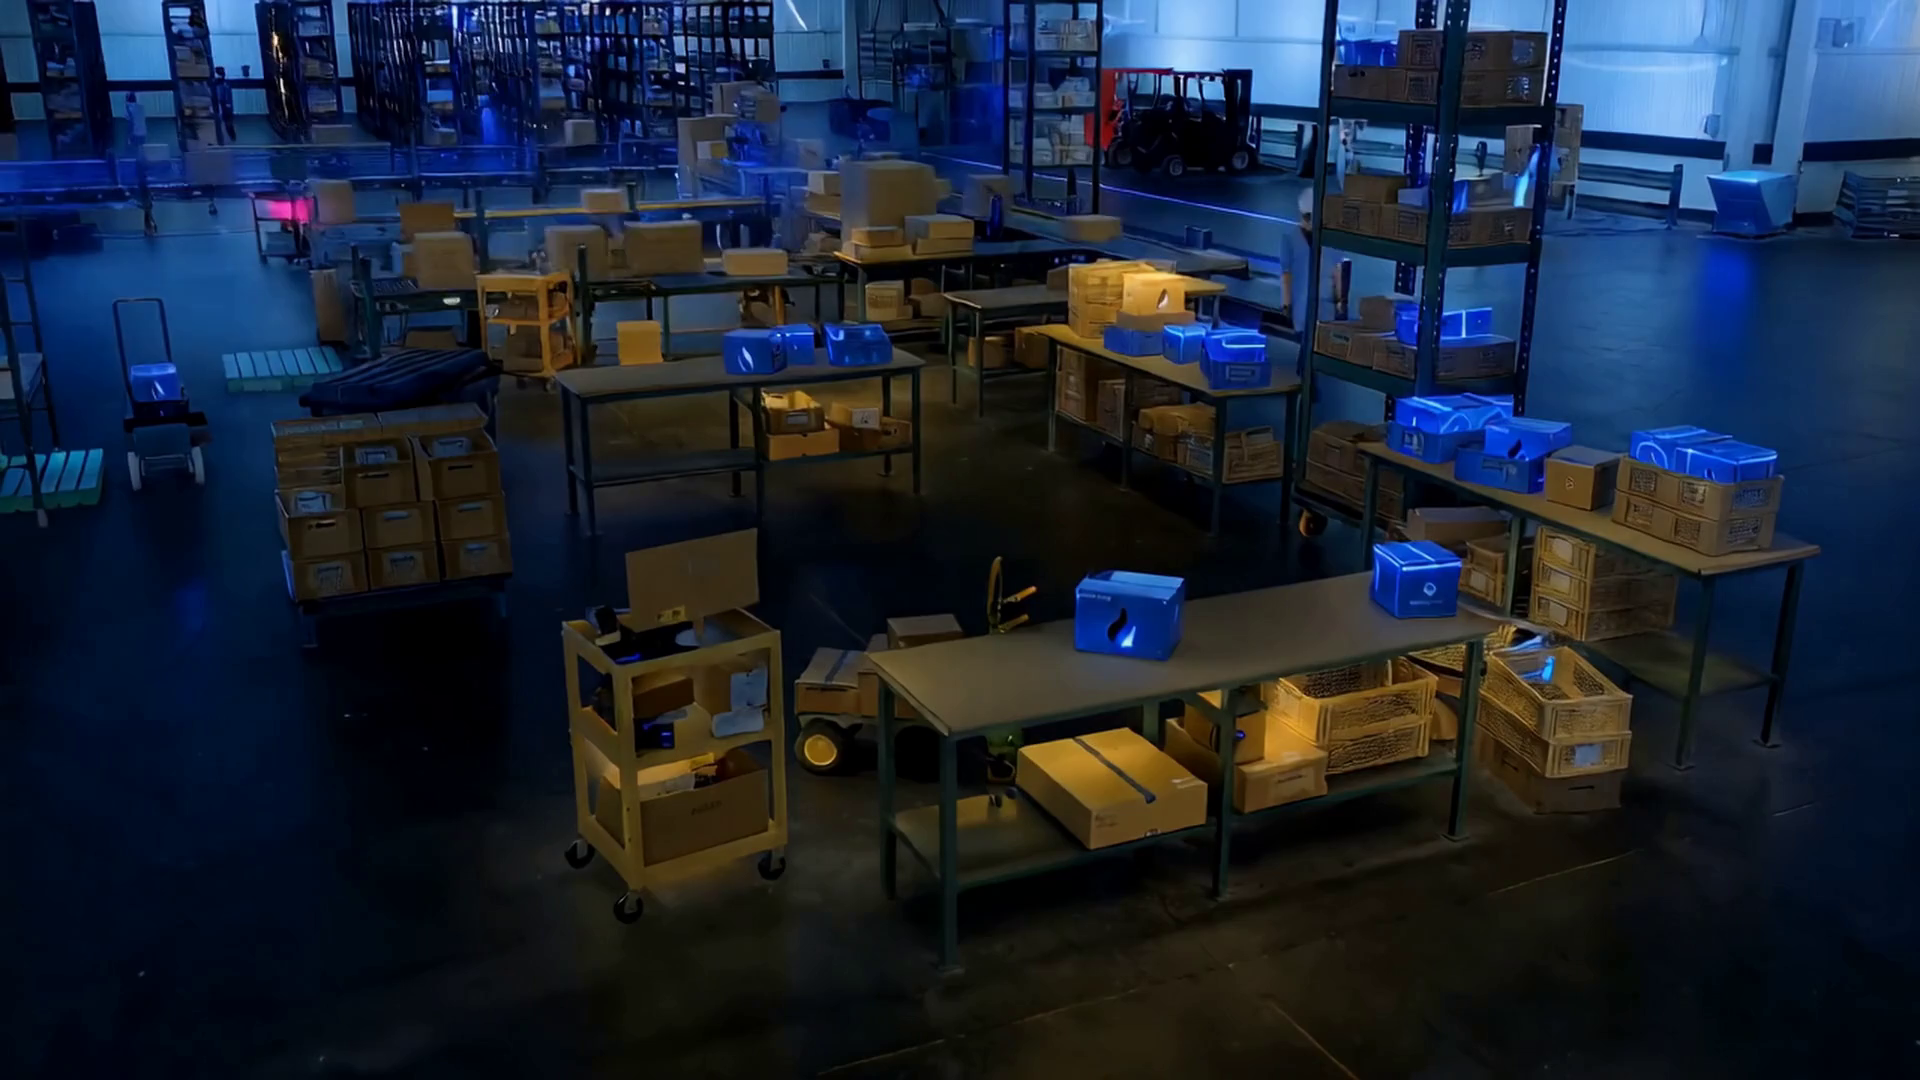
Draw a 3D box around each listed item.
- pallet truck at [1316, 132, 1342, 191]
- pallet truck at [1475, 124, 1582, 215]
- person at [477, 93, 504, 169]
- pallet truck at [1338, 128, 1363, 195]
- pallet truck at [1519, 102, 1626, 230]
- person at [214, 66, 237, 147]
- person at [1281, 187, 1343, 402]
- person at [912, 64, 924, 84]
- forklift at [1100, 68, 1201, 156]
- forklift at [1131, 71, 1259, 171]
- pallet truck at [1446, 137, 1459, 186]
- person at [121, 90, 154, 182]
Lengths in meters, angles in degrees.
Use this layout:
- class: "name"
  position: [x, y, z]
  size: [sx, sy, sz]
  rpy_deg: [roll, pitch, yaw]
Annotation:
- class: "pallet truck"
  position: [7.723, -7.504, 32.656]
  size: [1.601, 1.201, 0.680]
  rpy_deg: [-8, 19, -23]
- class: "pallet truck"
  position: [9.707, -6.455, 28.103]
  size: [1.885, 1.965, 0.823]
  rpy_deg: [-7, 19, -20]
- class: "person"
  position: [-9.923, -8.450, 34.811]
  size: [0.701, 1.744, 0.546]
  rpy_deg: [-3, 18, -10]
- class: "pallet truck"
  position: [7.845, -7.140, 31.411]
  size: [1.522, 1.261, 0.704]
  rpy_deg: [-9, 20, -25]
- class: "pallet truck"
  position: [9.972, -6.037, 26.785]
  size: [1.885, 1.965, 0.823]
  rpy_deg: [-9, 20, -25]
- class: "person"
  position: [-18.722, -10.995, 42.330]
  size: [0.376, 2.041, 0.615]
  rpy_deg: [-1, 18, -4]
- class: "person"
  position: [3.128, -2.223, 14.934]
  size: [0.568, 1.900, 0.686]
  rpy_deg: [0, 18, 1]
- class: "person"
  position: [-1.157, -12.228, 46.303]
  size: [0.391, 1.989, 0.611]
  rpy_deg: [-3, 18, -10]
- class: "forklift"
  position: [4.082, -9.564, 37.410]
  size: [2.680, 1.987, 1.157]
  rpy_deg: [-8, 19, -23]
- class: "forklift"
  position: [4.998, -8.936, 35.413]
  size: [2.680, 1.987, 1.157]
  rpy_deg: [-9, 20, -25]
- class: "pallet truck"
  position: [9.184, -6.485, 29.328]
  size: [1.630, 1.274, 0.653]
  rpy_deg: [-8, 19, -23]
- class: "person"
  position: [-16.877, -8.284, 34.125]
  size: [0.389, 1.837, 0.563]
  rpy_deg: [7, 19, 22]
